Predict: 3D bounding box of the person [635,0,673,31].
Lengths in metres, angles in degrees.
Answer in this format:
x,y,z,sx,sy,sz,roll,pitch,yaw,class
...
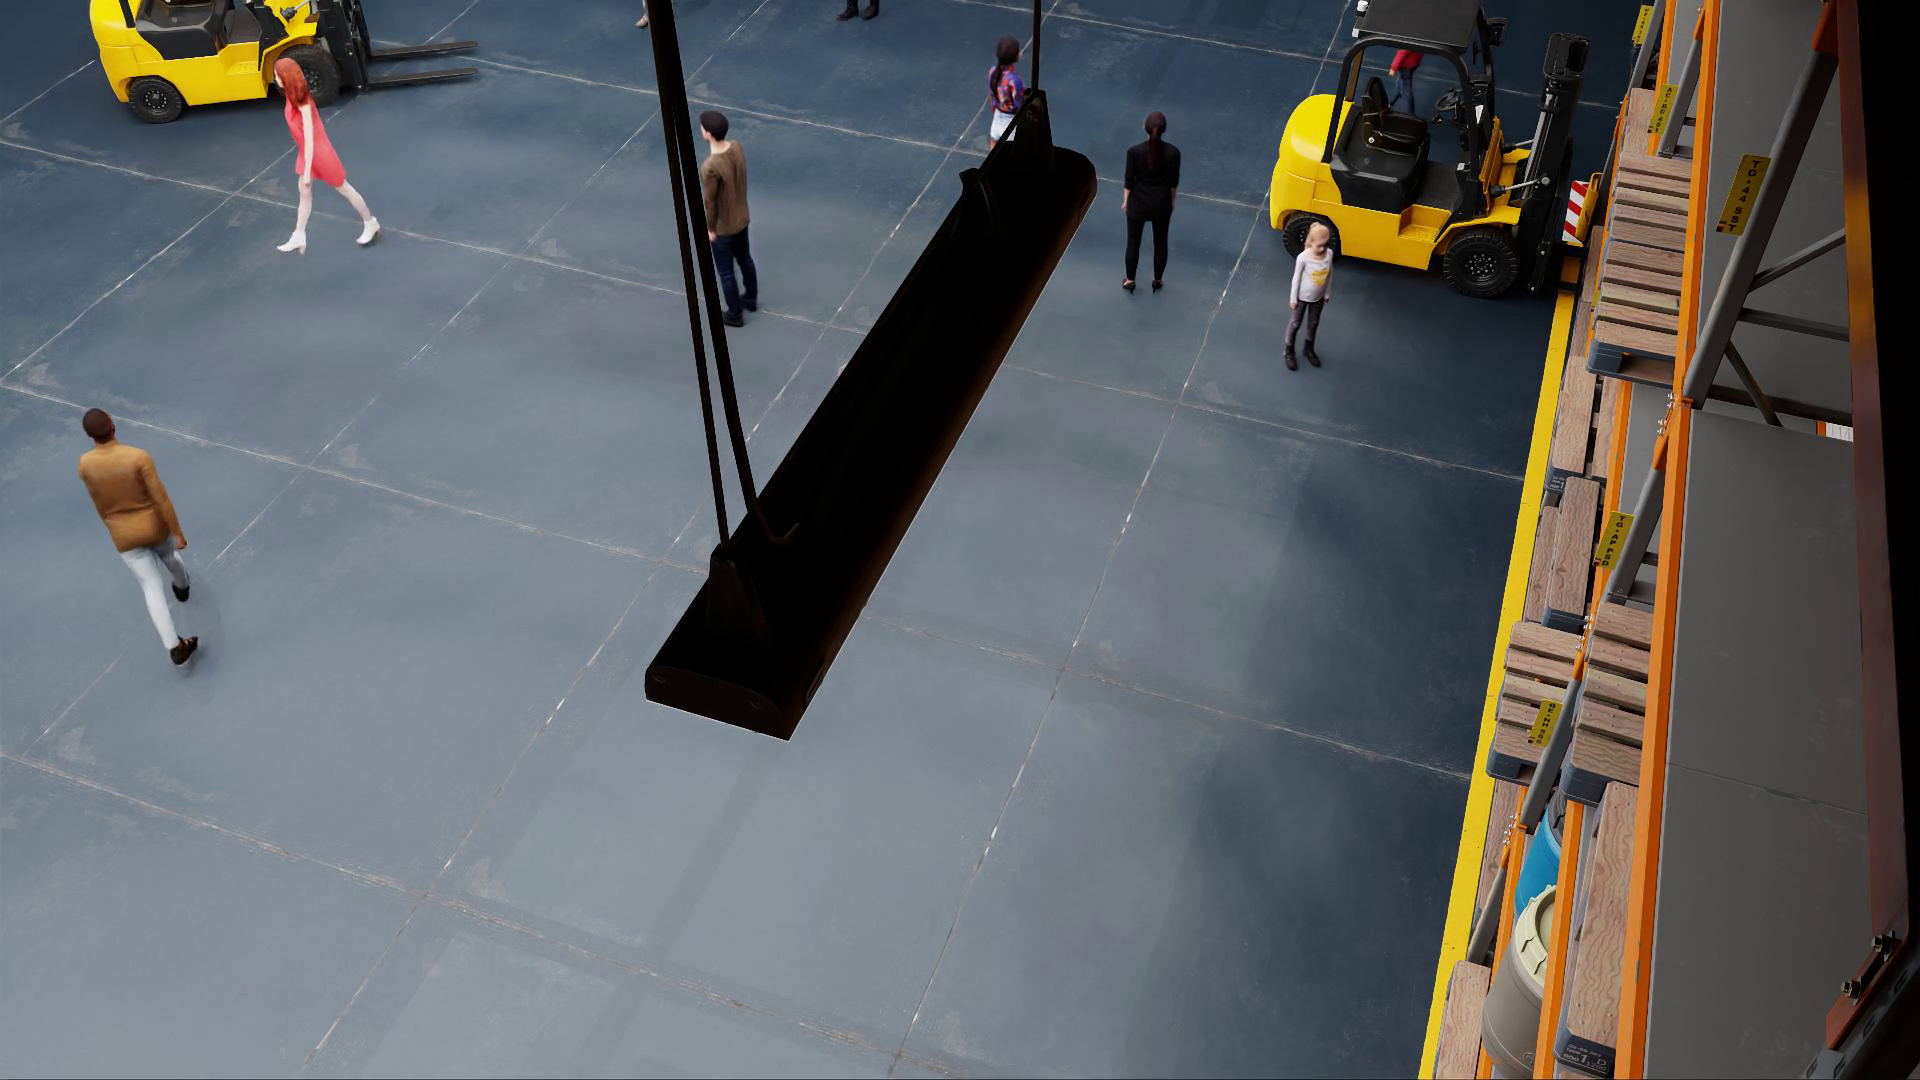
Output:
x,y,z,sx,sy,sz,roll,pitch,yaw,class
-3.152,-6.186,17.115,0.758,1.885,0.738,27,50,26,person

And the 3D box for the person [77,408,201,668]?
x,y,z,sx,sy,sz,roll,pitch,yaw,class
-5.250,0.022,10.689,1.125,1.761,1.257,-10,45,-11,person

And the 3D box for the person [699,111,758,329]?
x,y,z,sx,sy,sz,roll,pitch,yaw,class
-1.855,-2.570,13.319,0.723,1.887,0.530,18,46,18,person

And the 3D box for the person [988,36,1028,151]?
x,y,z,sx,sy,sz,roll,pitch,yaw,class
0.407,-3.550,14.446,0.676,1.750,0.667,-30,51,-28,person

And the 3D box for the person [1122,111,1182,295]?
x,y,z,sx,sy,sz,roll,pitch,yaw,class
1.557,-2.753,13.673,0.666,1.662,0.657,1,44,1,person

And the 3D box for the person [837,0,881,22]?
x,y,z,sx,sy,sz,roll,pitch,yaw,class
-0.948,-6.242,17.327,0.864,1.673,0.785,-34,53,-30,person

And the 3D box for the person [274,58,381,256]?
x,y,z,sx,sy,sz,roll,pitch,yaw,class
-5.338,-3.242,14.098,1.192,1.784,1.029,-26,50,-25,person

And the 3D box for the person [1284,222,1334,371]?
x,y,z,sx,sy,sz,roll,pitch,yaw,class
2.747,-1.941,13.100,0.586,1.277,0.636,-12,45,-13,person
